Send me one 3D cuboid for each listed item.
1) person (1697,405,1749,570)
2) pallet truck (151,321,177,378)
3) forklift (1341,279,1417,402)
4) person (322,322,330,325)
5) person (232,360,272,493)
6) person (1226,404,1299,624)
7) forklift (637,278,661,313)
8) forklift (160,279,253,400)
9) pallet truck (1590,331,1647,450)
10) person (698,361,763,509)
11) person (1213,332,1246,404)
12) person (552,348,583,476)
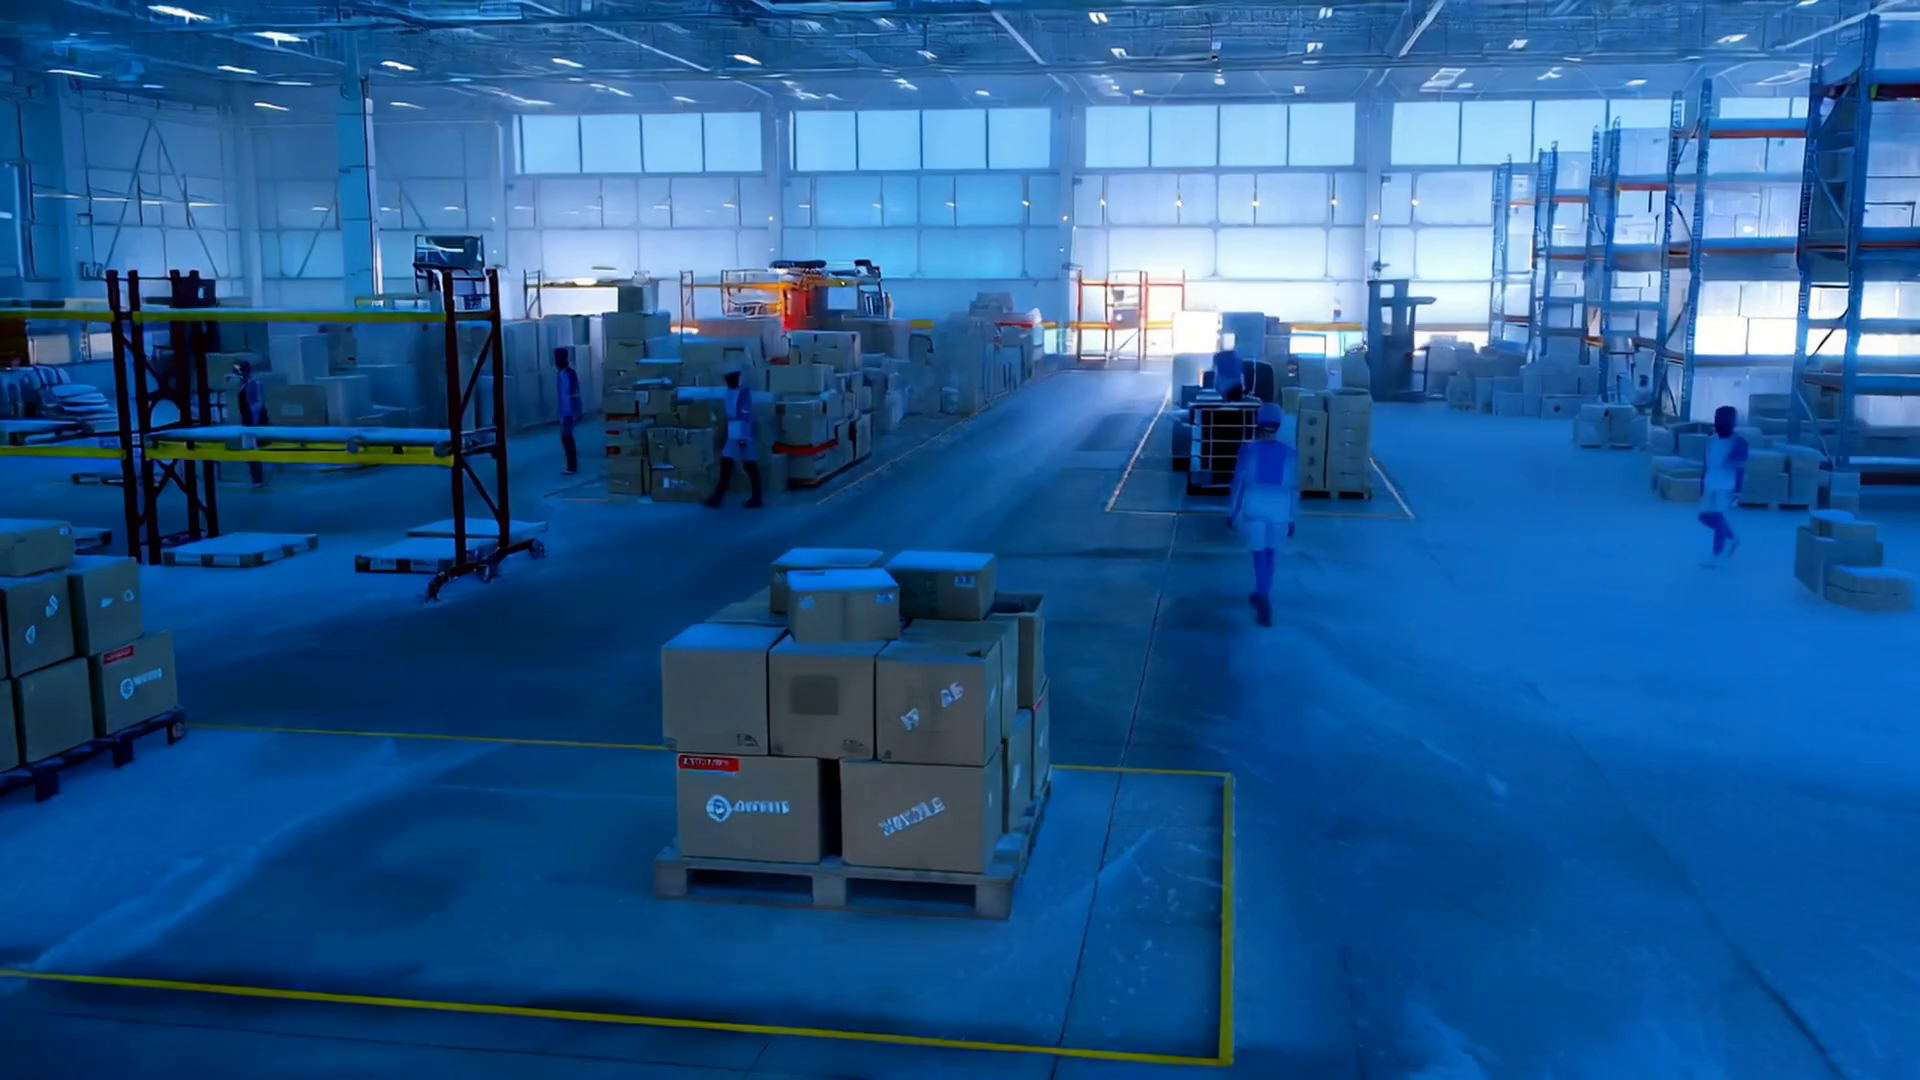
[{"bbox_3d":[7.788,-0.541,16.924,0.552,1.680,0.541,-4,10,-21],"label":"person"},{"bbox_3d":[-21.869,-5.598,47.154,0.823,1.965,1.885,4,10,26],"label":"pallet truck"},{"bbox_3d":[9.922,-4.682,38.792,1.129,2.768,1.873,-5,10,-28],"label":"forklift"},{"bbox_3d":[-16.418,-4.842,42.937,0.581,1.858,0.820,4,10,24],"label":"person"},{"bbox_3d":[-9.688,-1.540,22.661,0.536,1.818,0.545,-6,11,-34],"label":"person"},{"bbox_3d":[2.647,-0.237,14.471,0.562,1.888,1.011,-1,9,-7],"label":"person"},{"bbox_3d":[-8.439,-5.749,45.373,1.873,2.768,1.129,1,9,9],"label":"forklift"},{"bbox_3d":[-17.615,-4.669,38.708,1.873,2.768,1.129,1,9,9],"label":"forklift"},{"bbox_3d":[11.253,-2.573,28.499,0.823,1.965,1.885,5,10,27],"label":"pallet truck"},{"bbox_3d":[-2.899,-1.303,20.992,0.965,1.881,0.584,-9,13,-43],"label":"person"},{"bbox_3d":[4.725,-2.663,29.189,0.654,1.951,0.616,9,13,43],"label":"person"},{"bbox_3d":[-5.801,-1.895,24.629,0.412,1.905,0.612,-2,9,-10],"label":"person"}]
